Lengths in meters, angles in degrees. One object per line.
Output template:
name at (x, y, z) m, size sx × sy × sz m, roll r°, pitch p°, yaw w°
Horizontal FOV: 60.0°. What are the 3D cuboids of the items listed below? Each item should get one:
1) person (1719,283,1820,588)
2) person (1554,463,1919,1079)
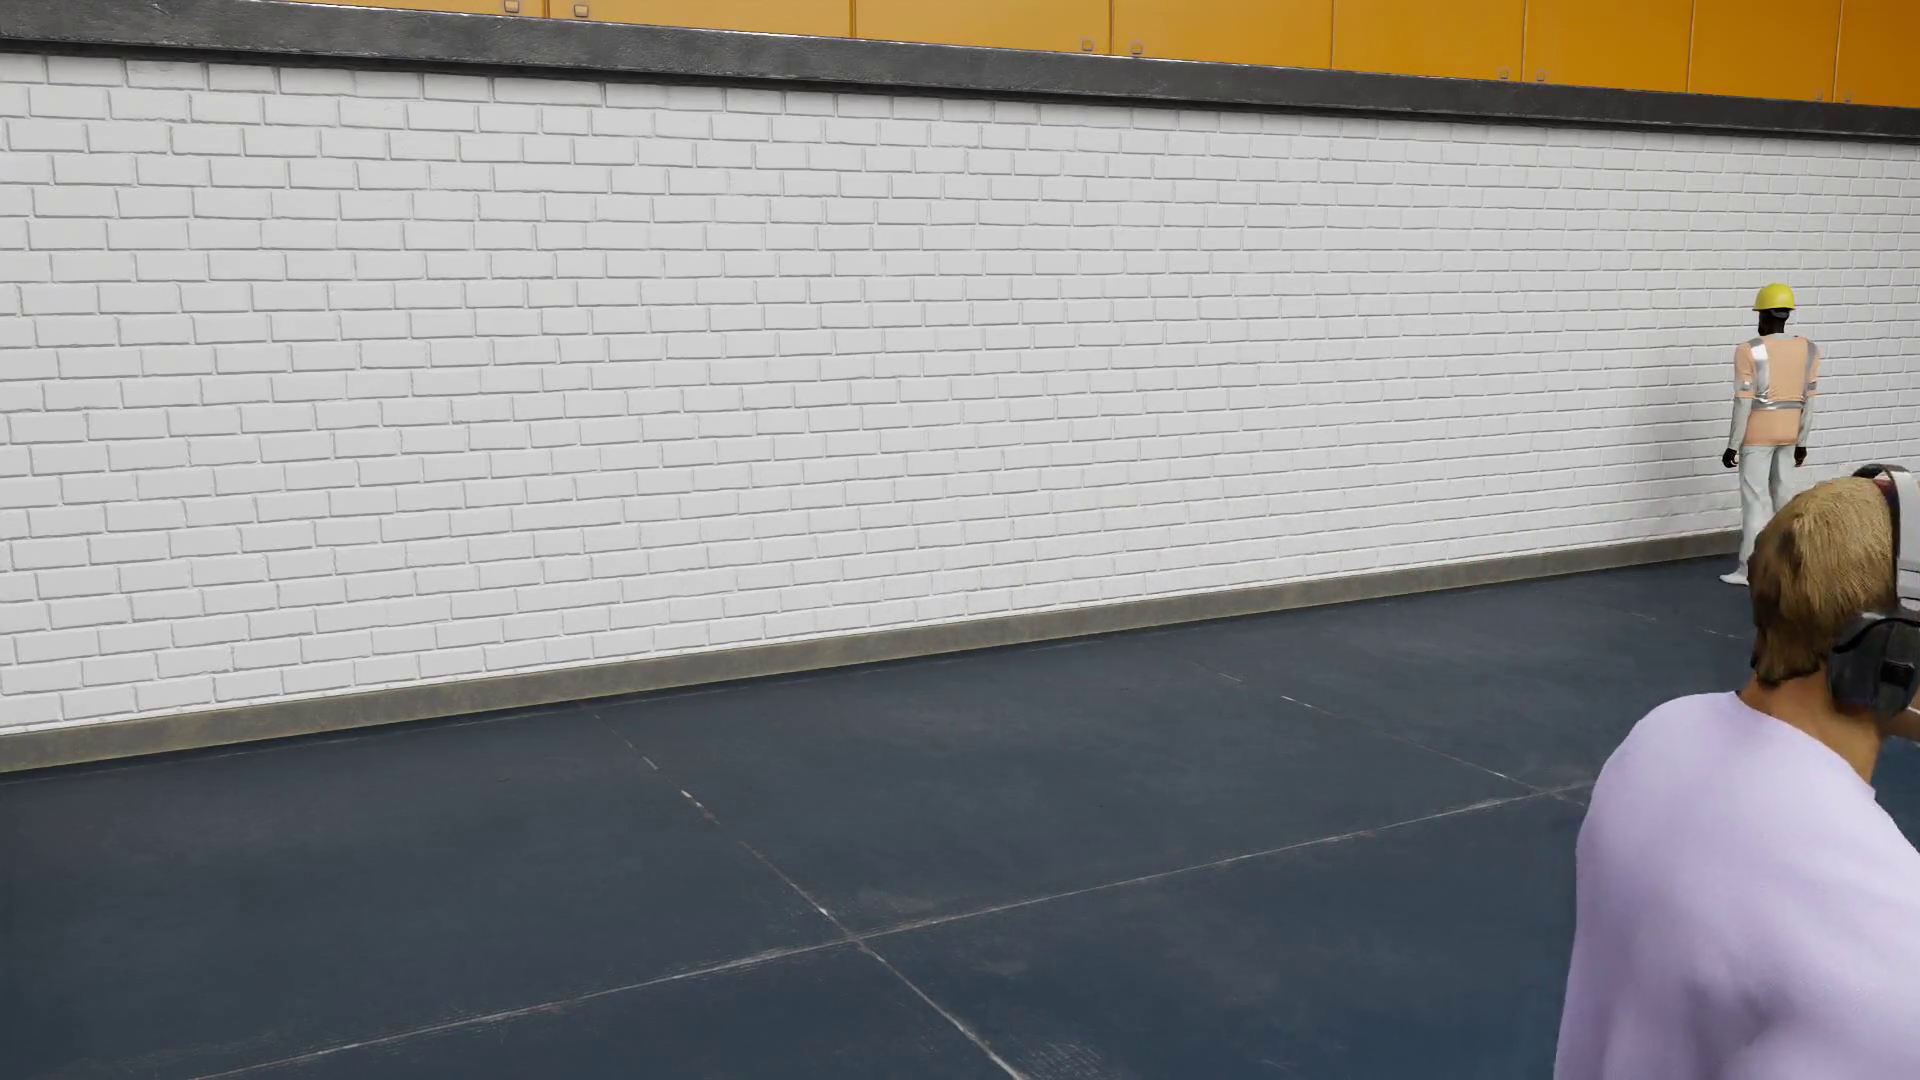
person at (5.111, -0.657, 10.555) m, size 0.594 × 1.924 × 0.382 m, roll -2°, pitch 10°, yaw -14°
person at (0.830, 0.867, 1.808) m, size 0.419 × 1.918 × 0.670 m, roll 0°, pitch 10°, yaw 1°
